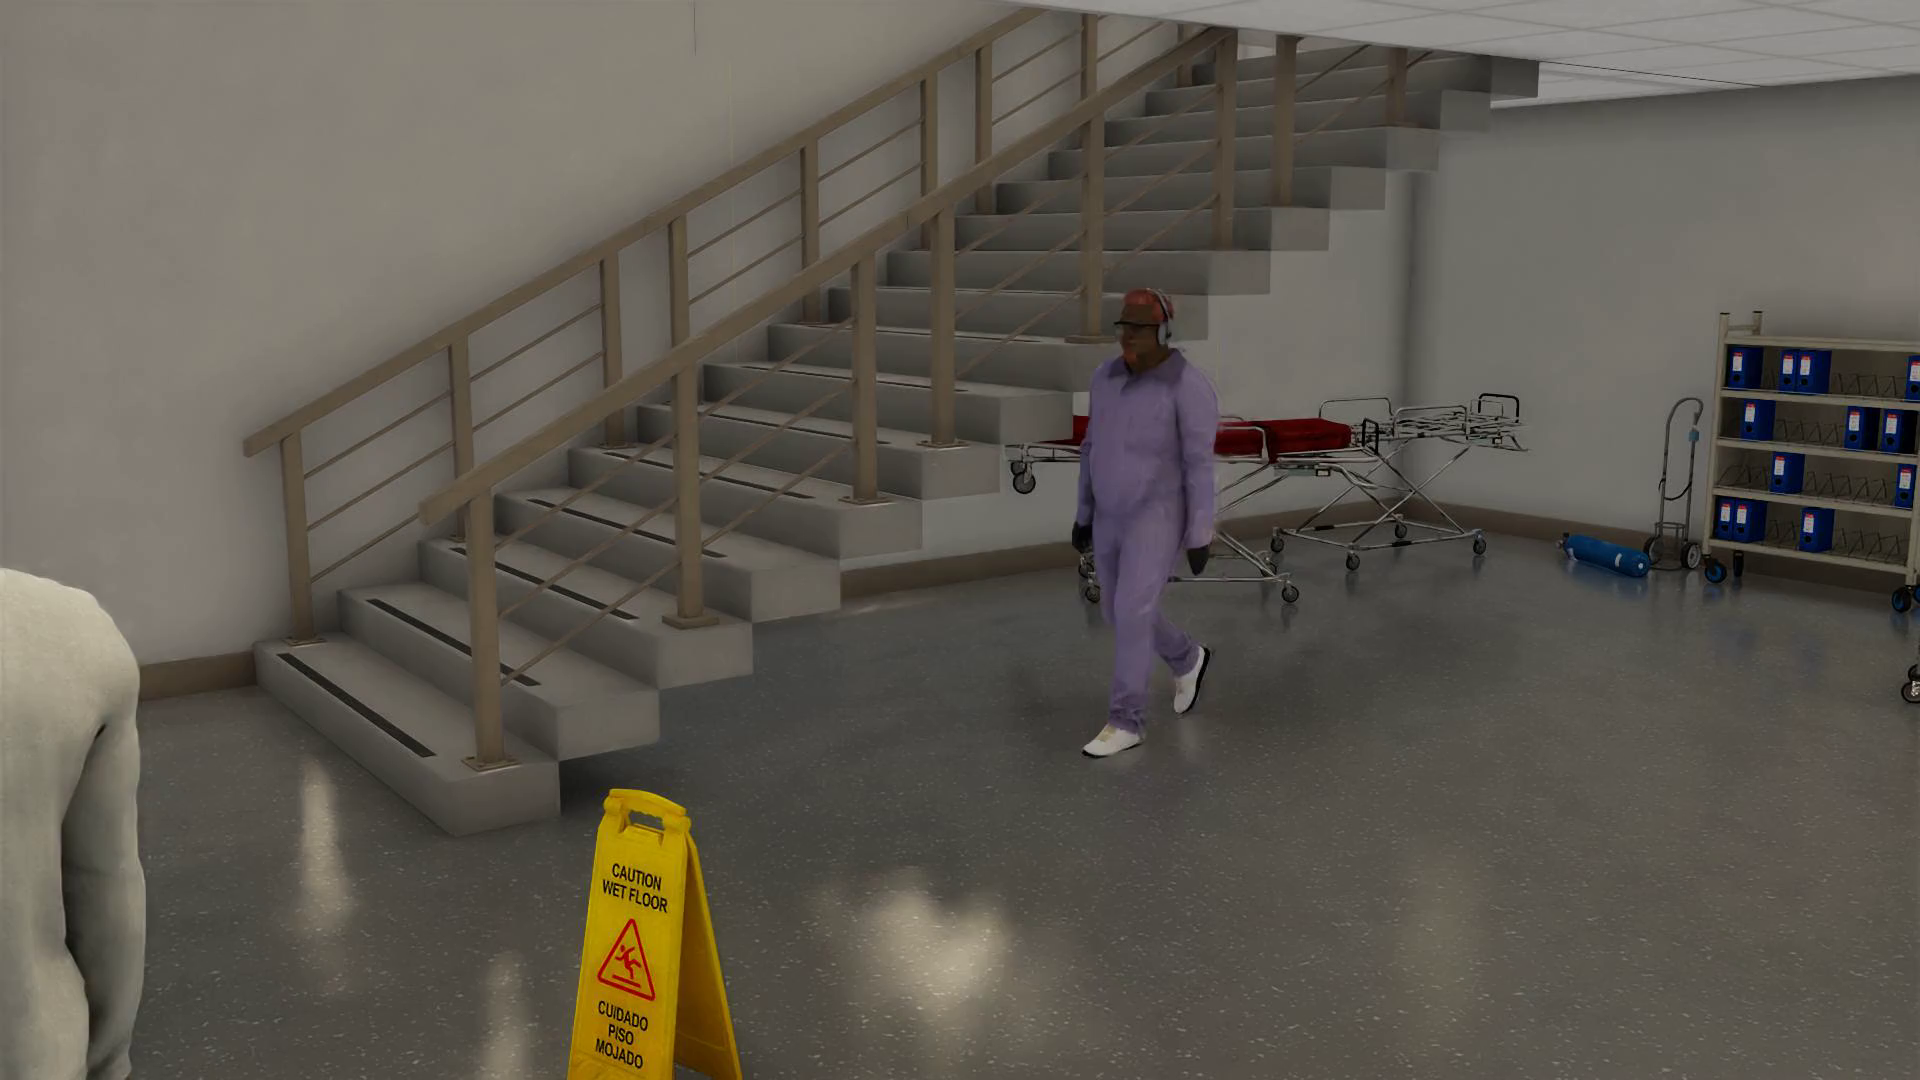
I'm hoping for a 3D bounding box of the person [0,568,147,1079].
[{"bbox_3d":[-1.266,0.721,1.988,0.373,1.940,0.628,5,11,28],"label":"person"}]

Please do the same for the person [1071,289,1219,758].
[{"bbox_3d":[0.788,-0.095,6.848,0.804,1.877,0.640,-7,12,-37],"label":"person"}]
